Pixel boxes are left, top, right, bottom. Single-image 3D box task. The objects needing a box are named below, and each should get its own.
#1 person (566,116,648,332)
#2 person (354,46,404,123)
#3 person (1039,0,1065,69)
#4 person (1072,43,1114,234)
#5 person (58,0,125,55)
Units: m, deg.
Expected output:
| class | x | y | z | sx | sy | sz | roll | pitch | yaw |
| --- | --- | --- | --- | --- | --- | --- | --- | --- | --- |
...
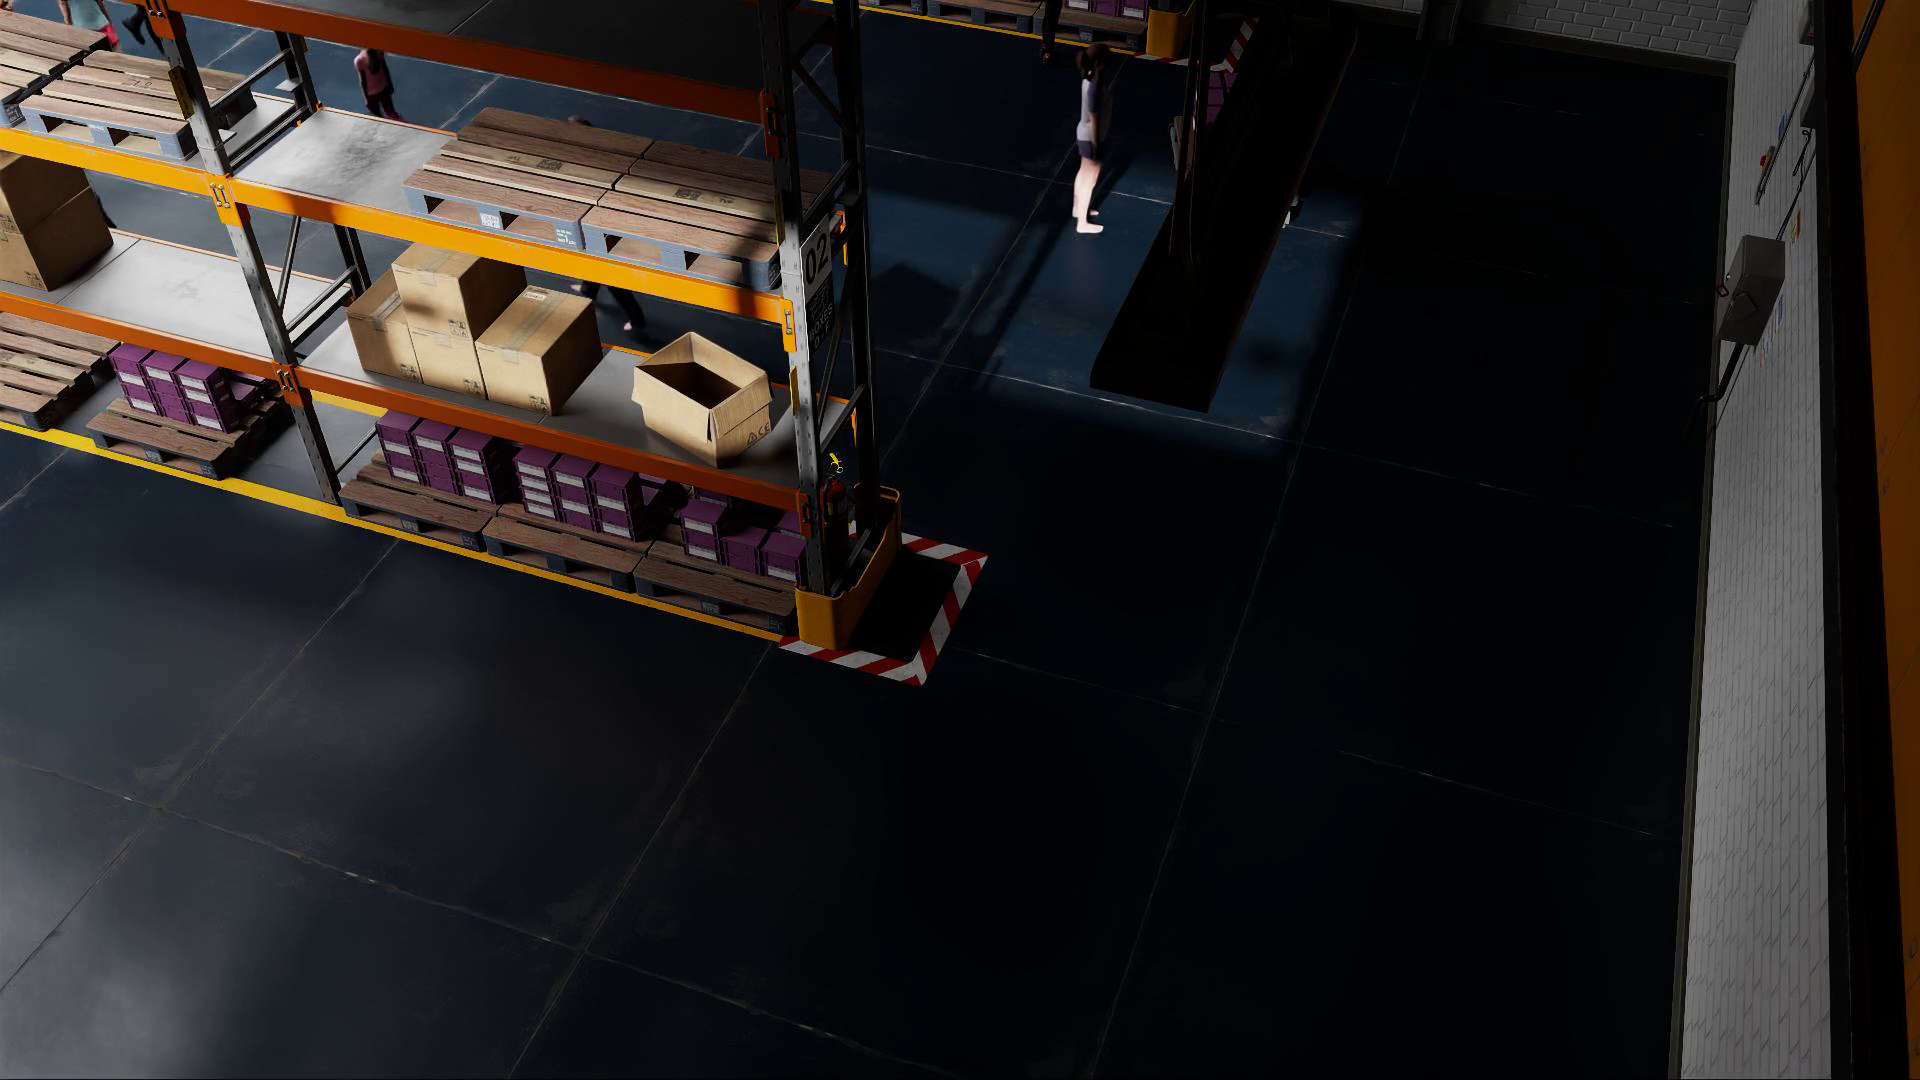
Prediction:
| class | x | y | z | sx | sy | sz | roll | pitch | yaw |
| --- | --- | --- | --- | --- | --- | --- | --- | --- | --- |
| person | -2.926 | -2.516 | 13.505 | 1.263 | 1.823 | 0.828 | 22 | 48 | 22 |
| person | -5.466 | -4.224 | 15.709 | 0.843 | 1.256 | 0.639 | 29 | 51 | 27 |
| person | 0.942 | -5.631 | 16.894 | 0.634 | 1.657 | 0.645 | -2 | 44 | -2 |
| person | 1.150 | -3.536 | 14.617 | 0.656 | 1.764 | 0.632 | -1 | 44 | -1 |
| person | -8.456 | -4.952 | 16.113 | 0.795 | 1.752 | 0.724 | 28 | 50 | 26 |
